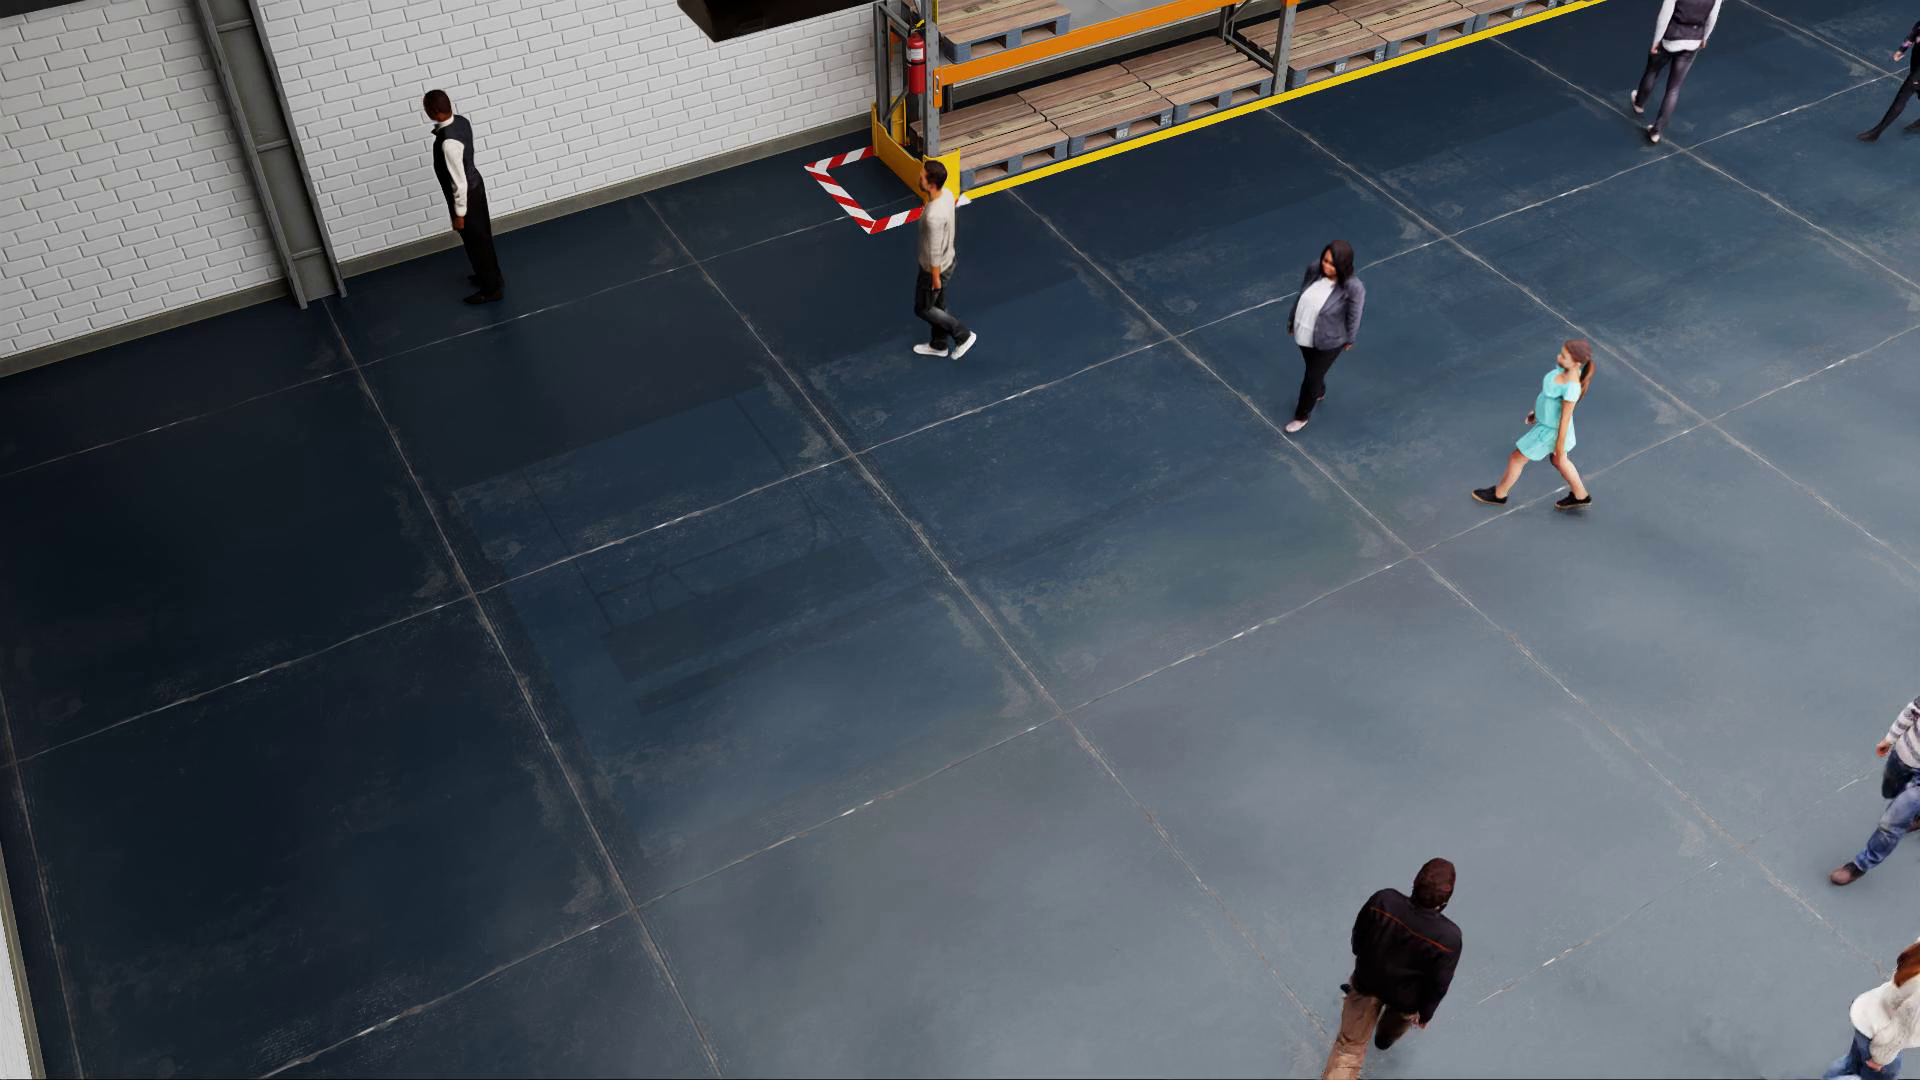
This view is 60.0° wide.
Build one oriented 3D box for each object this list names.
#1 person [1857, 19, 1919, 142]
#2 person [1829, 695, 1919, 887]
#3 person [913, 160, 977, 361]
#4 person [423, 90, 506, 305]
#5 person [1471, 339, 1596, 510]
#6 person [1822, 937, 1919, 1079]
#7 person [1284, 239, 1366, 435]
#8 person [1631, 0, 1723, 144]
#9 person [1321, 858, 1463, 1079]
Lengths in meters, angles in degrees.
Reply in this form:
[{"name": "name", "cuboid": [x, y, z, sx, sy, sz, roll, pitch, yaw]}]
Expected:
[{"name": "person", "cuboid": [9.152, -4.527, 15.631, 1.152, 1.640, 0.835, -7, 44, -7]}, {"name": "person", "cuboid": [5.564, 1.238, 9.449, 1.158, 1.821, 0.792, -14, 45, -14]}, {"name": "person", "cuboid": [-0.090, -2.167, 13.038, 0.925, 1.801, 0.861, 7, 44, 7]}, {"name": "person", "cuboid": [-4.054, -2.825, 13.643, 0.749, 1.918, 0.776, -3, 44, -3]}, {"name": "person", "cuboid": [4.277, -0.785, 11.786, 1.044, 1.525, 1.035, 13, 45, 13]}, {"name": "person", "cuboid": [4.545, 2.415, 8.322, 0.849, 1.671, 0.777, 26, 50, 25]}, {"name": "person", "cuboid": [2.790, -1.611, 12.620, 0.856, 1.572, 0.718, -27, 50, -26]}, {"name": "person", "cuboid": [6.728, -4.580, 15.577, 1.128, 1.791, 1.146, 6, 44, 6]}, {"name": "person", "cuboid": [2.107, 2.285, 8.305, 1.133, 1.883, 1.360, 20, 47, 20]}]
